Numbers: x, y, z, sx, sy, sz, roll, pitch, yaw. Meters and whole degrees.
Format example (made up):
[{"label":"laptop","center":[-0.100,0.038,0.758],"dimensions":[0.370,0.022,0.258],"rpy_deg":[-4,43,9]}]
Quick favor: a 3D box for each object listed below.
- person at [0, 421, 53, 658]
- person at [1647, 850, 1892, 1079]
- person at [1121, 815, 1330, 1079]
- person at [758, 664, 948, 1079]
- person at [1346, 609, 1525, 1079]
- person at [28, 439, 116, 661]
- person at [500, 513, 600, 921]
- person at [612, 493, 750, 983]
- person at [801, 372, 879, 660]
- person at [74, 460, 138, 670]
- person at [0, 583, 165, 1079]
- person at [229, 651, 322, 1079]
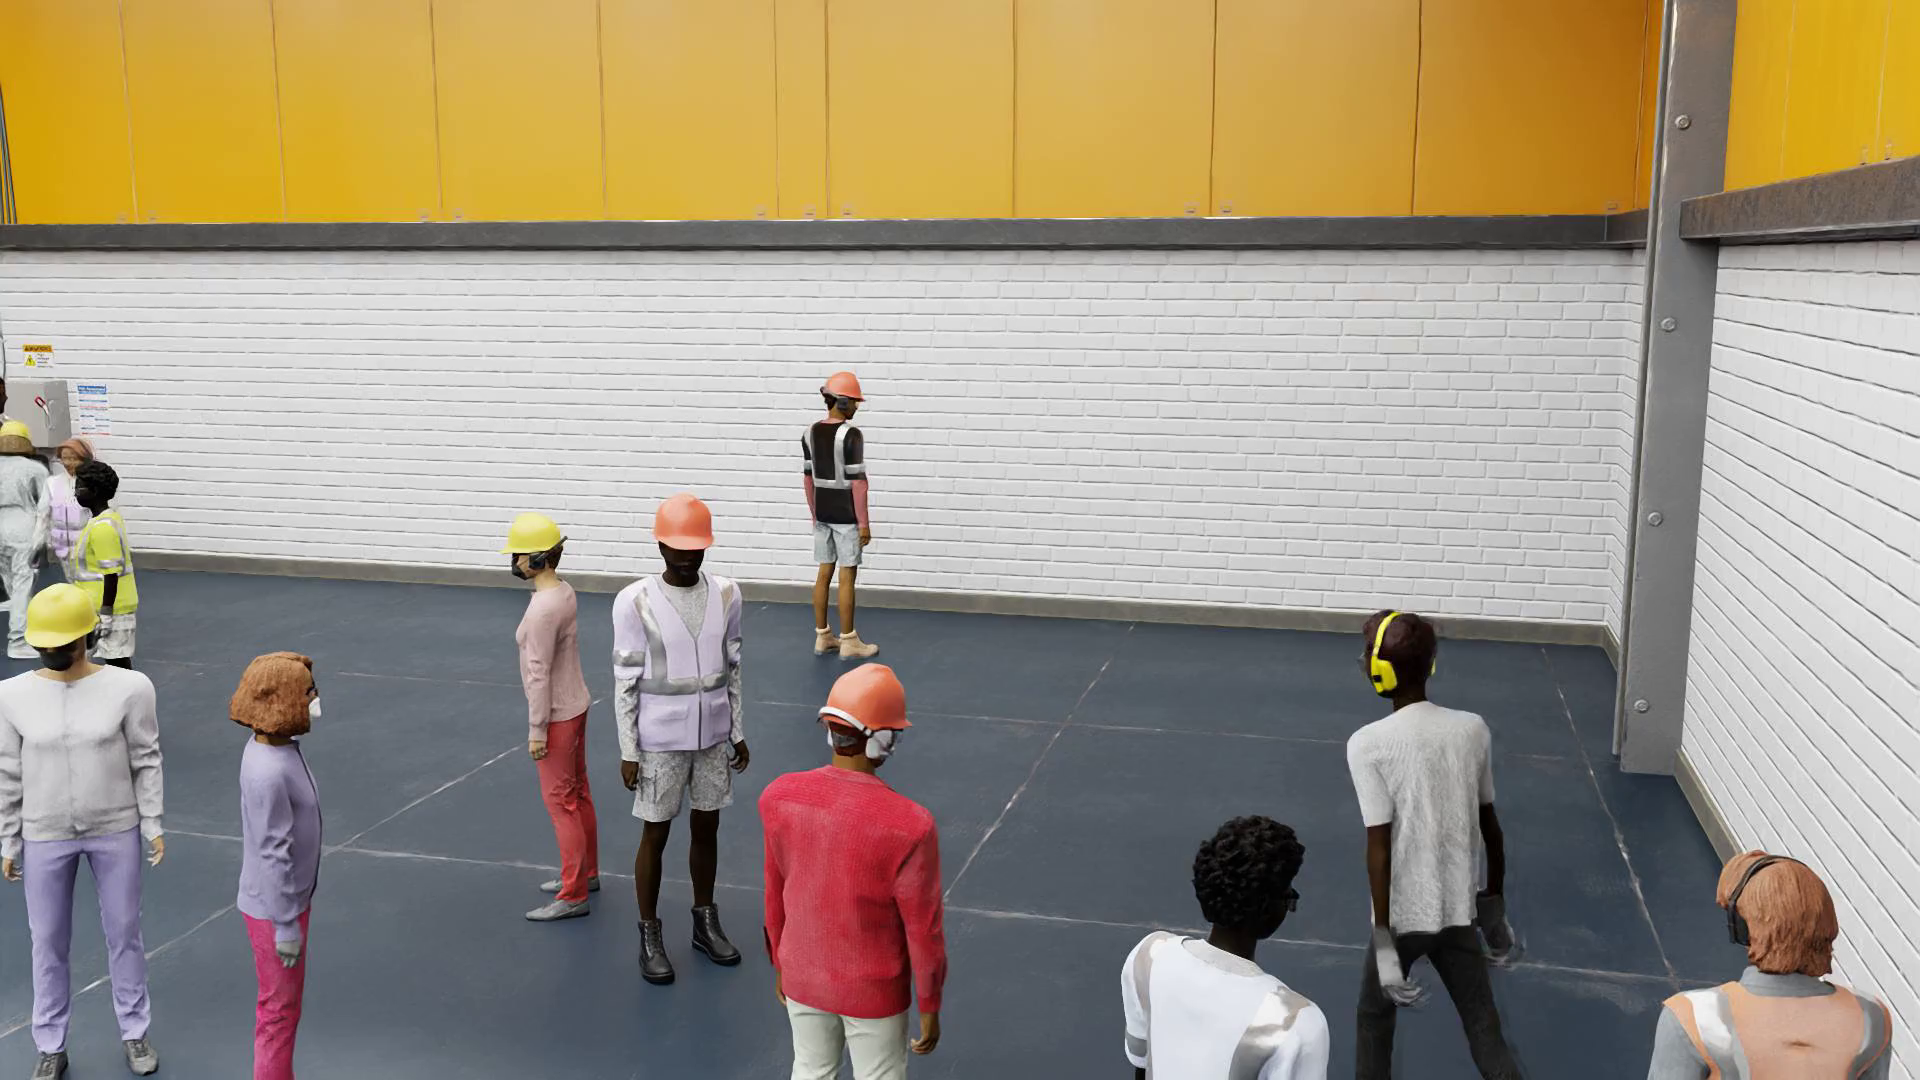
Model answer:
[{"label":"person","center":[-6.795,-0.024,12.037],"dimensions":[0.566,1.652,0.948],"rpy_deg":[-1,10,-8]},{"label":"person","center":[1.649,1.447,3.458],"dimensions":[0.524,1.631,0.316],"rpy_deg":[-1,10,-7]},{"label":"person","center":[0.558,1.407,3.539],"dimensions":[0.319,1.686,0.539],"rpy_deg":[-8,13,-40]},{"label":"person","center":[-0.281,1.198,4.618],"dimensions":[0.576,1.737,0.354],"rpy_deg":[5,11,28]},{"label":"person","center":[1.433,1.131,4.830],"dimensions":[0.560,1.814,0.981],"rpy_deg":[-3,10,-18]},{"label":"person","center":[-6.111,0.094,11.541],"dimensions":[0.522,1.594,0.833],"rpy_deg":[1,10,8]},{"label":"person","center":[-1.779,0.752,7.185],"dimensions":[0.349,1.758,0.522],"rpy_deg":[0,10,-2]},{"label":"person","center":[-1.075,0.770,6.550],"dimensions":[0.551,1.932,0.377],"rpy_deg":[-7,12,-35]},{"label":"person","center":[-0.842,-0.171,11.800],"dimensions":[0.392,2.035,0.605],"rpy_deg":[-9,13,-44]},{"label":"person","center":[-4.861,0.390,9.487],"dimensions":[0.317,1.696,0.539],"rpy_deg":[-5,11,-27]},{"label":"person","center":[-2.995,1.006,5.679],"dimensions":[0.526,1.760,0.336],"rpy_deg":[-5,11,-25]},{"label":"person","center":[-2.103,1.148,5.209],"dimensions":[0.285,1.633,0.501],"rpy_deg":[-3,10,-19]}]
